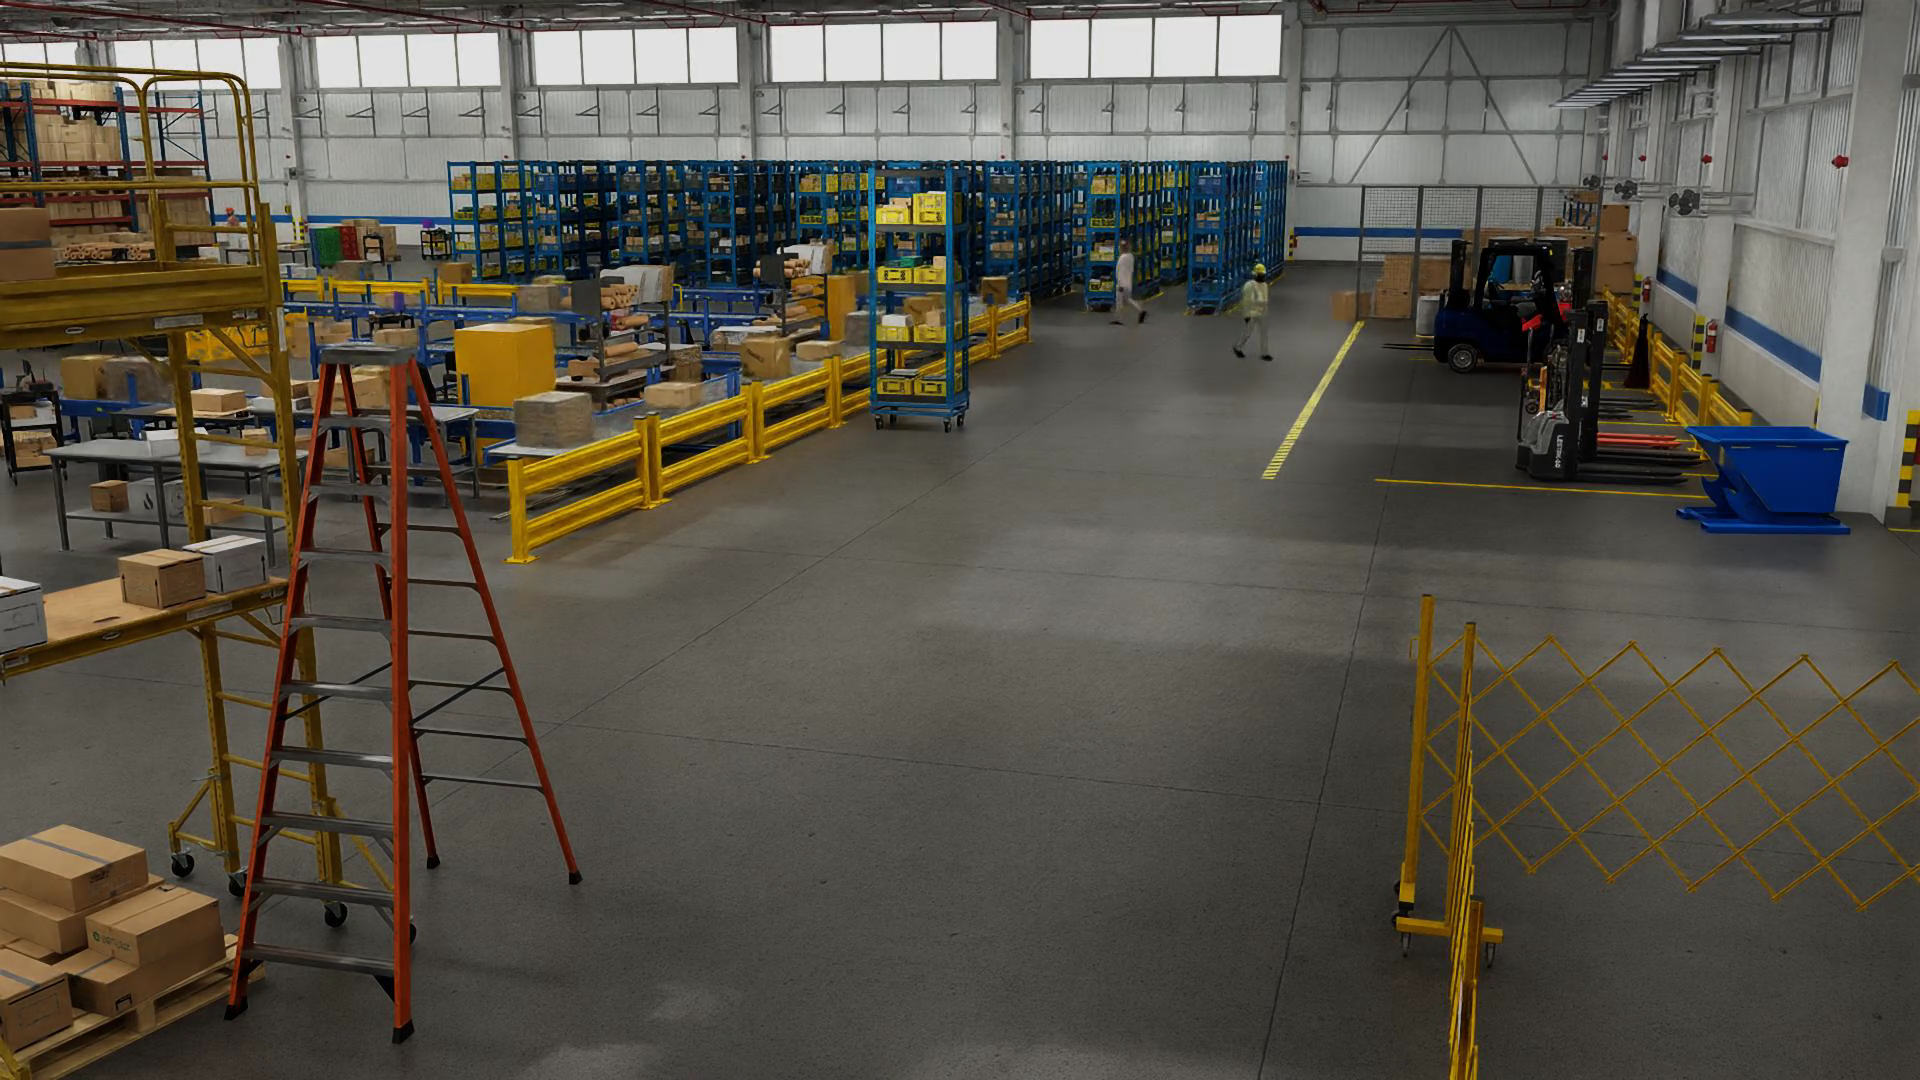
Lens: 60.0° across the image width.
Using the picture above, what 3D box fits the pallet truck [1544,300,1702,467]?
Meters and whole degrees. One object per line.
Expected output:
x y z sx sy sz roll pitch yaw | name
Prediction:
8.263 -1.952 20.631 1.885 1.965 0.823 5 14 20 | pallet truck

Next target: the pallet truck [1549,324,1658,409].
9.824 -2.669 25.407 1.601 1.201 0.680 4 14 16 | pallet truck

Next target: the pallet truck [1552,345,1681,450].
8.641 -1.896 21.908 1.630 1.274 0.653 4 14 16 | pallet truck

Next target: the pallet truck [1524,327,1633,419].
9.065 -2.460 24.370 1.522 1.261 0.704 3 13 14 | pallet truck

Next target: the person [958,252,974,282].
0.084 -8.489 49.303 0.934 1.802 0.594 6 14 25 | person

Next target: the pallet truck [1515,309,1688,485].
7.554 -1.677 19.446 1.885 1.965 0.823 3 13 14 | pallet truck

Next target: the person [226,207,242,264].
-25.544 -10.706 58.477 0.413 1.985 0.637 1 13 5 | person

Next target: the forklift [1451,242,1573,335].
10.464 -4.597 31.405 2.680 1.987 1.157 4 14 16 | forklift

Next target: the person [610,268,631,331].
-6.192 -4.080 30.352 0.517 1.757 0.340 10 16 36 | person

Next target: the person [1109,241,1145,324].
3.771 -5.784 37.424 0.715 1.891 0.650 7 15 27 | person

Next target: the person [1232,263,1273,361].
5.487 -4.257 31.024 0.596 1.805 0.868 -10 16 -36 | person

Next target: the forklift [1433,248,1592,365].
9.780 -4.111 29.280 2.680 1.987 1.157 3 13 14 | forklift
